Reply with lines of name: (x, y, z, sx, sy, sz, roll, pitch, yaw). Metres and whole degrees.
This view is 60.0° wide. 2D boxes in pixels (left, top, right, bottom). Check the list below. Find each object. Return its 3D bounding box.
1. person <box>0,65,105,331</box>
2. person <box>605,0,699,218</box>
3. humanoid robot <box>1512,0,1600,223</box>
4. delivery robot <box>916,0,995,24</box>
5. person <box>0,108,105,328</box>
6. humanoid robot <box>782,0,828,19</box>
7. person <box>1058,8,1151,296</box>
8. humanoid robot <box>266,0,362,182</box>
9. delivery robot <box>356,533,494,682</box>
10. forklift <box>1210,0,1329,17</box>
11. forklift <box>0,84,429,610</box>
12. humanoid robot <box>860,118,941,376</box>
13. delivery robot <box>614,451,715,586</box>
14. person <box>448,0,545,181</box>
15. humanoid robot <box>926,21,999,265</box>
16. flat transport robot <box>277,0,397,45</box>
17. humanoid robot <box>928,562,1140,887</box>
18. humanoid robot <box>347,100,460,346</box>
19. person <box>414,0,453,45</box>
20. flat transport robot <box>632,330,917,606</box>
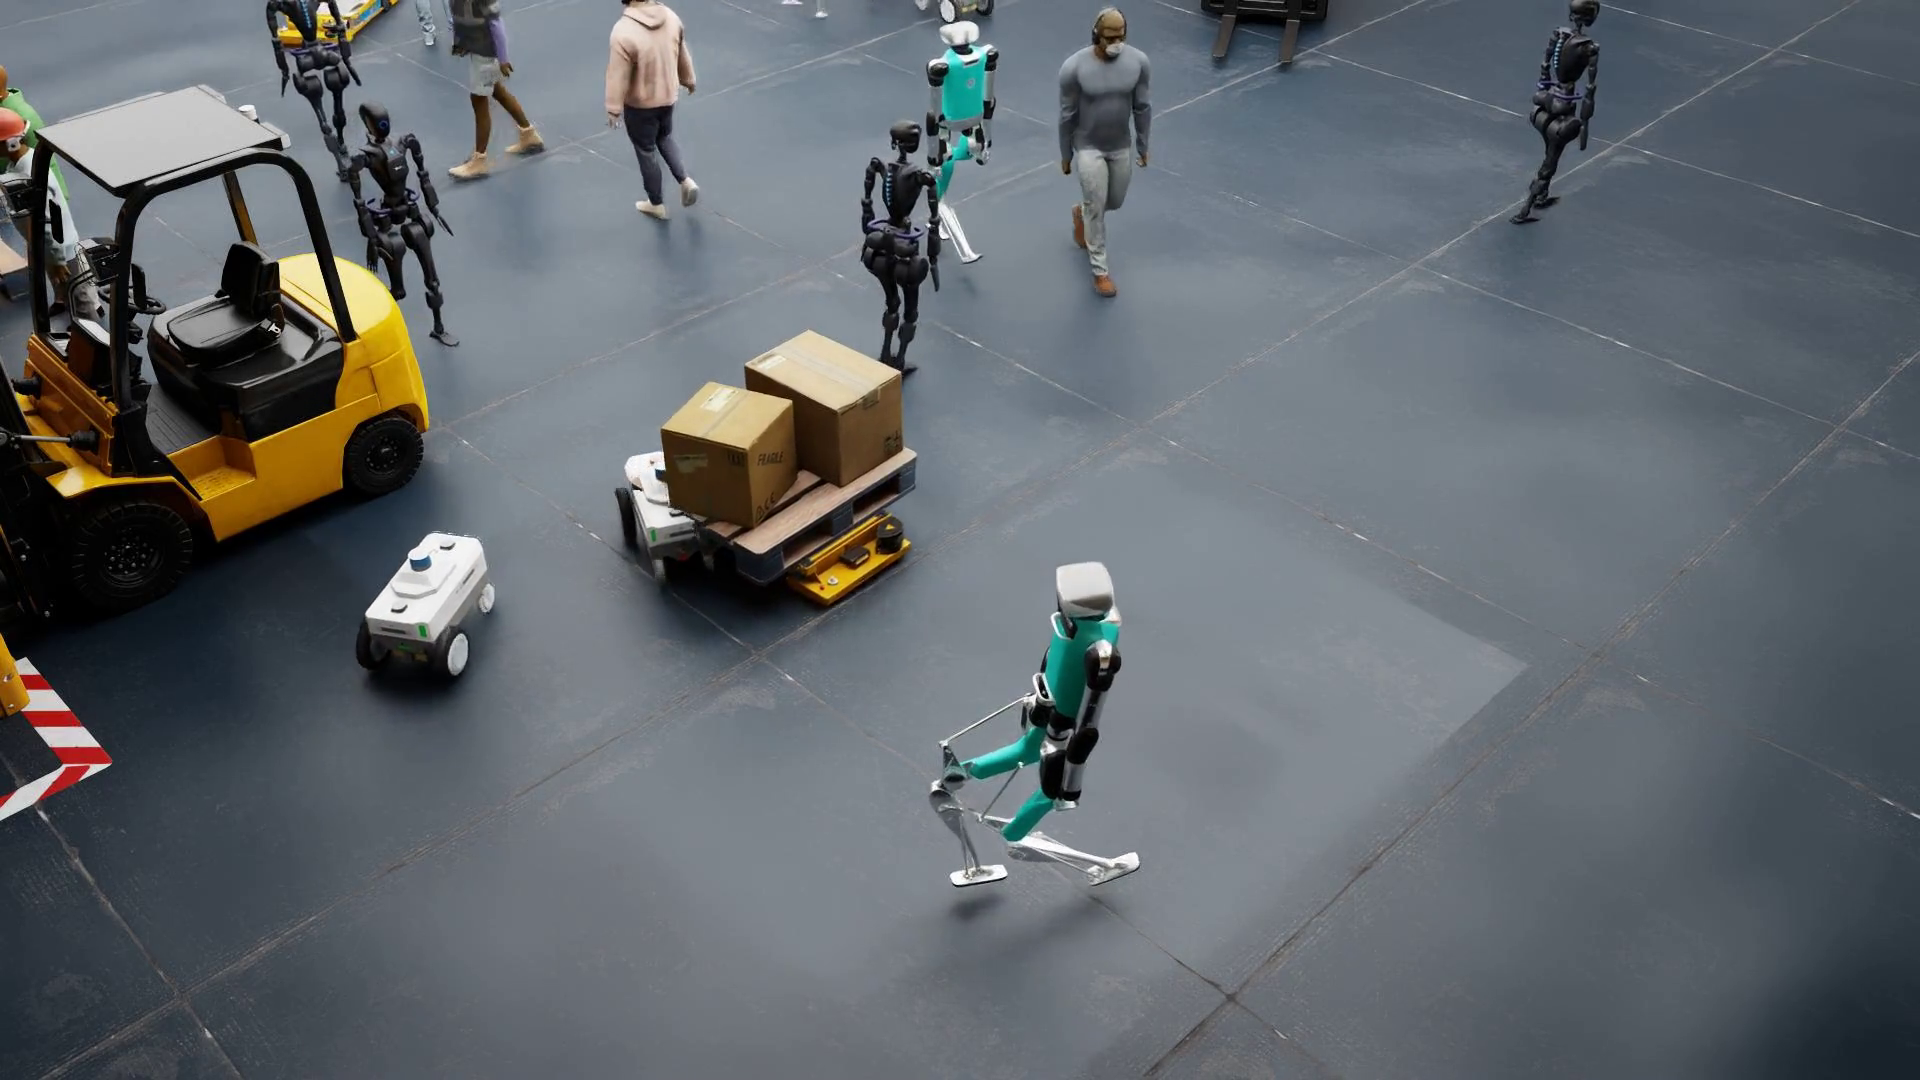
person: (-5.955, -2.210, 10.691, 0.537, 1.784, 0.386, 22, 42, 27)
person: (-2.204, -3.195, 11.950, 0.486, 1.850, 0.837, 27, 44, 31)
humanoid robot: (4.366, -3.104, 11.988, 0.630, 1.634, 0.589, -14, 39, -18)
delivery robot: (-0.065, -5.237, 15.784, 0.499, 0.613, 0.797, -27, 45, -32)
person: (-5.590, -1.814, 10.190, 0.350, 1.746, 0.575, -21, 42, -25)
humanoid robot: (-1.400, -5.766, 15.531, 0.821, 1.799, 0.547, 14, 39, 18)
person: (0.947, -2.675, 11.211, 0.639, 1.911, 0.846, -10, 38, -13)
humanoid robot: (-4.918, -3.620, 12.706, 0.591, 1.617, 0.754, -21, 42, -26)
delivery robot: (-2.666, 0.318, 8.333, 0.499, 0.597, 0.779, 7, 37, 10)
forklift: (3.106, -6.400, 15.960, 1.214, 2.155, 2.313, 8, 37, 10)
forklift: (-4.145, -1.093, 8.856, 2.313, 2.155, 1.214, -31, 47, -34)
humanoid robot: (-0.390, -1.778, 10.205, 0.598, 1.638, 0.390, 20, 41, 24)
delivery robot: (-1.574, -0.177, 8.979, 0.499, 0.575, 0.754, -12, 39, -16)
person: (-3.653, -3.755, 12.601, 0.833, 2.017, 0.651, -23, 42, -27)
humanoid robot: (-0.081, -2.755, 11.451, 0.546, 1.734, 1.010, -22, 42, -26)
flat transport robot: (-5.852, -5.005, 15.697, 0.659, 0.231, 1.431, 4, 37, 6)
humanoid robot: (0.249, 0.846, 6.639, 1.030, 1.731, 0.541, -7, 37, -9)
humanoid robot: (-3.578, -2.025, 10.548, 0.637, 1.640, 0.609, 25, 44, 30)
person: (-4.776, -5.380, 14.819, 0.589, 1.922, 0.393, -2, 37, -3)
flat transport robot: (-1.010, -0.137, 9.180, 1.431, 0.231, 0.659, 27, 45, 32)
